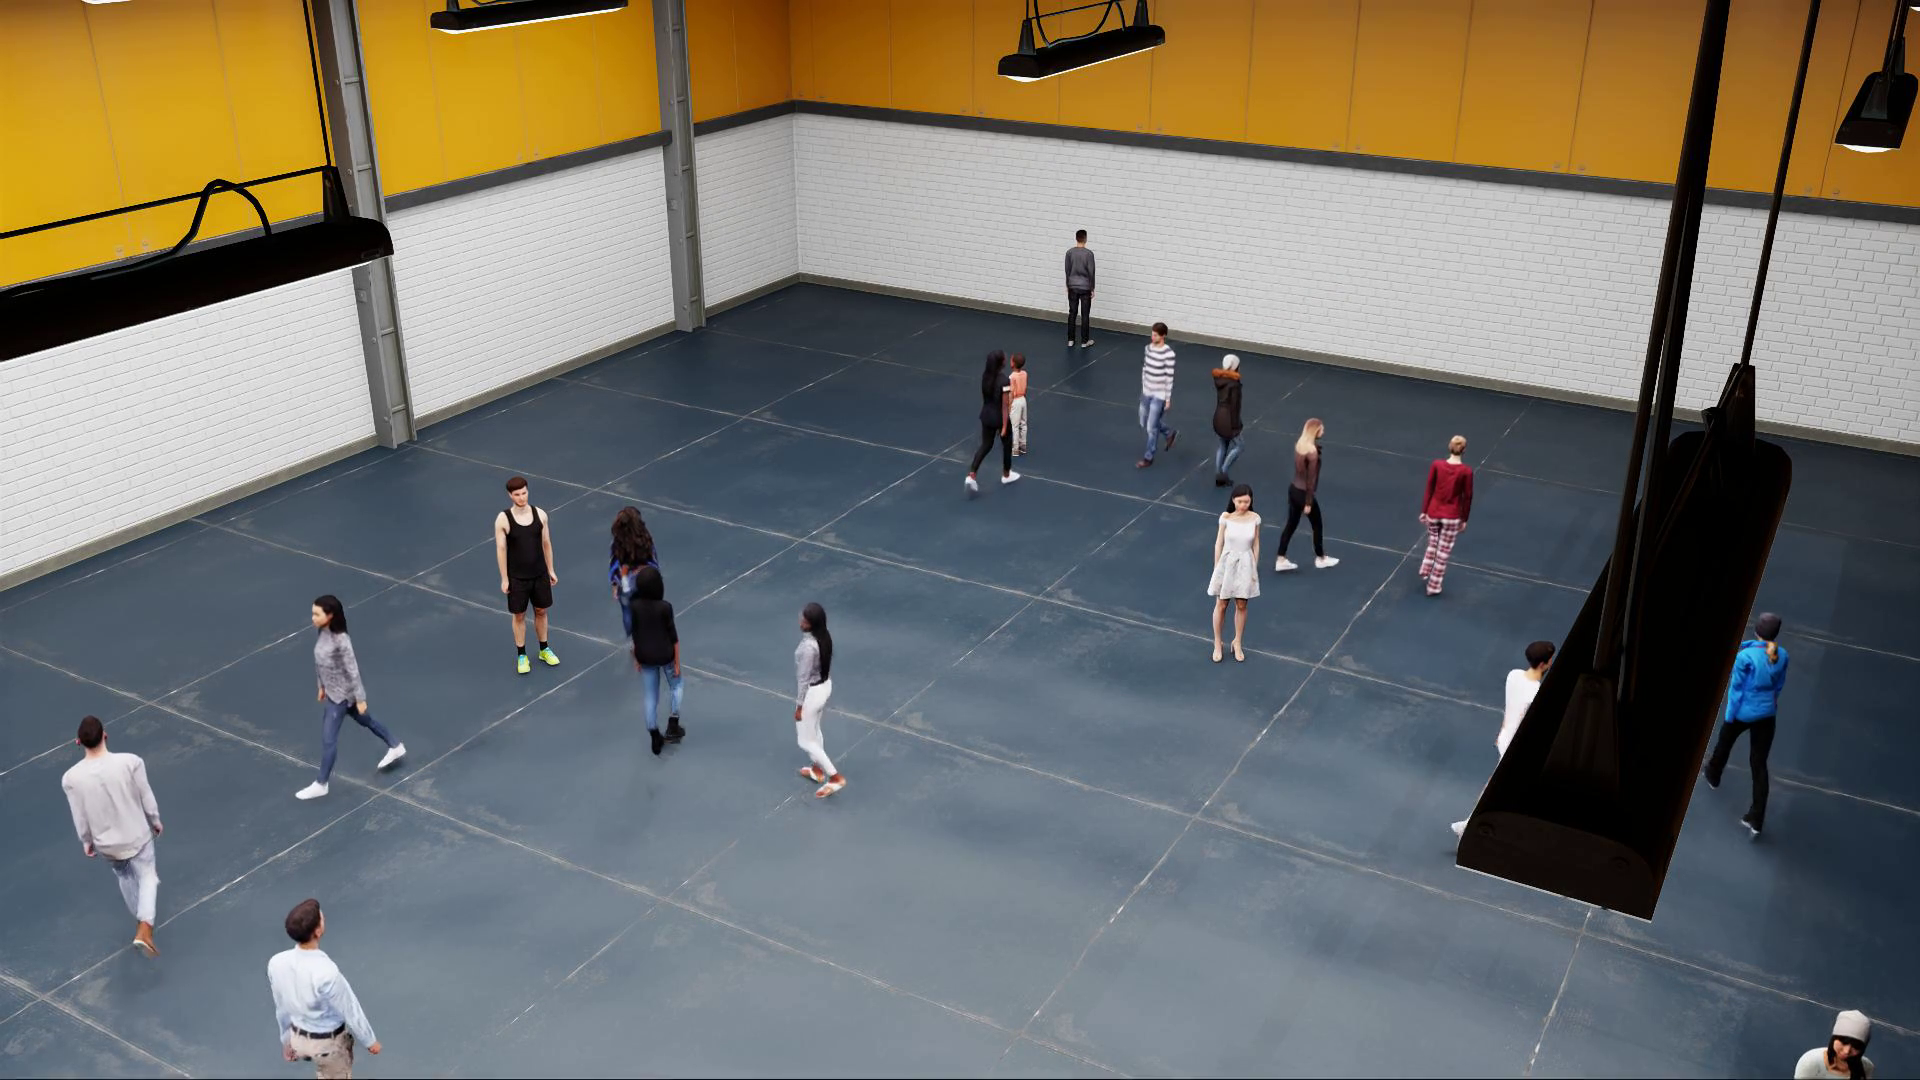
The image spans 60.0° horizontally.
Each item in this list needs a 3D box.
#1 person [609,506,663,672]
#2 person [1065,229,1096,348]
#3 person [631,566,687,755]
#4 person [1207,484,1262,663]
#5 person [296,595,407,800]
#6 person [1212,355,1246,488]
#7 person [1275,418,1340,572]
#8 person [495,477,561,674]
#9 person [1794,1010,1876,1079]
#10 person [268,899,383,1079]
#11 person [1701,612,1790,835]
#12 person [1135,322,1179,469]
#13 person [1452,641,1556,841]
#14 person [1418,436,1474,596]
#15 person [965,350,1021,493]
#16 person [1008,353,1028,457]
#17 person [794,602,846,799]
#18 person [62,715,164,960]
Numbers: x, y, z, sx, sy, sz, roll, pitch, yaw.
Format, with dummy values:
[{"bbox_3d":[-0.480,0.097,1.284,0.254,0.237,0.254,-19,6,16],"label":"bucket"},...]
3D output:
[{"bbox_3d":[-3.015,0.467,15.406,0.798,1.607,0.854,-4,24,-9],"label":"person"},{"bbox_3d":[1.797,-3.779,24.930,0.650,1.760,0.571,9,25,19],"label":"person"},{"bbox_3d":[-2.562,1.053,13.978,0.694,1.678,0.744,2,24,5],"label":"person"},{"bbox_3d":[2.575,0.307,15.561,0.766,1.777,0.798,0,24,0],"label":"person"},{"bbox_3d":[-4.959,1.225,13.580,1.273,1.682,0.894,-21,31,-39],"label":"person"},{"bbox_3d":[3.106,-1.389,19.626,0.796,1.628,0.760,-10,25,-21],"label":"person"},{"bbox_3d":[3.506,-0.443,17.408,1.020,1.672,0.958,-7,24,-15],"label":"person"},{"bbox_3d":[-4.023,0.298,15.438,0.694,1.892,0.828,-15,28,-30],"label":"person"},{"bbox_3d":[4.669,3.228,9.039,0.637,1.647,0.637,1,24,3],"label":"person"},{"bbox_3d":[-3.693,2.928,9.505,0.737,1.825,1.004,10,25,21],"label":"person"},{"bbox_3d":[6.230,1.450,12.988,1.016,1.743,1.286,1,24,1],"label":"person"},{"bbox_3d":[2.463,-1.784,20.286,1.079,1.825,0.904,-15,28,-30],"label":"person"},{"bbox_3d":[4.175,1.594,12.639,1.119,1.759,1.113,-3,24,-7],"label":"person"},{"bbox_3d":[4.913,-0.244,16.943,0.652,1.680,0.716,15,28,31],"label":"person"},{"bbox_3d":[0.359,-1.367,19.493,0.810,1.695,1.196,19,30,37],"label":"person"},{"bbox_3d":[0.713,-1.699,20.732,0.592,1.310,0.460,20,31,38],"label":"person"},{"bbox_3d":[-1.150,1.295,13.389,0.823,1.707,0.750,11,26,23],"label":"person"},{"bbox_3d":[-5.787,2.066,11.480,1.087,1.822,1.126,-7,25,-16],"label":"person"}]
